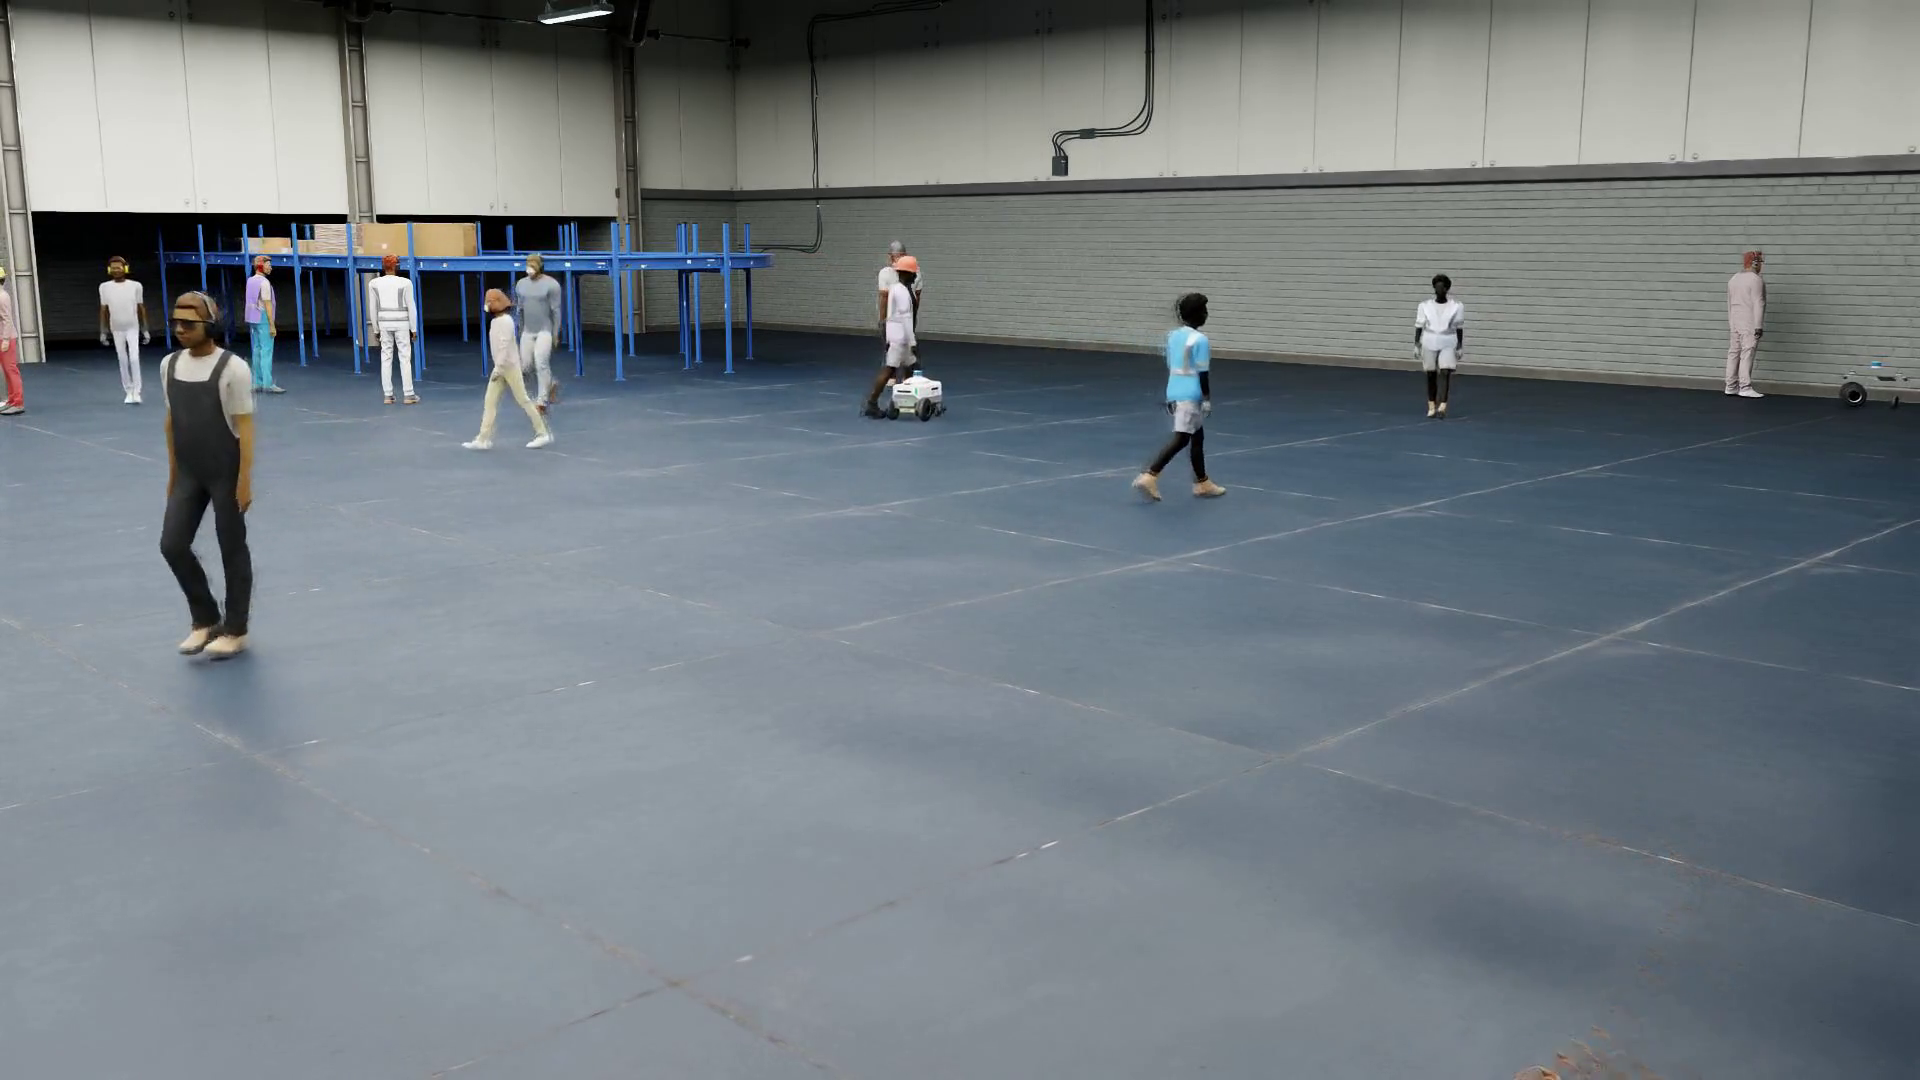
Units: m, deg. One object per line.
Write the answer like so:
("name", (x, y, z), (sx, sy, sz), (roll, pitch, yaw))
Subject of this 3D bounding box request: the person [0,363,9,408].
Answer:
("person", (-11.879, -2.568, 20.340), (0.379, 1.924, 0.594), (-3, 11, -16))

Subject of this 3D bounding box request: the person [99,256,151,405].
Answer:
("person", (-10.446, -2.599, 20.770), (0.550, 1.832, 0.896), (-4, 11, -19))

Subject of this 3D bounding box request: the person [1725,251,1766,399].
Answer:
("person", (10.335, -2.827, 21.813), (0.408, 1.908, 0.644), (-2, 11, -9))

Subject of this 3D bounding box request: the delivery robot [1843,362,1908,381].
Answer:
("delivery robot", (11.430, -2.112, 20.751), (0.698, 0.223, 0.335), (4, 11, 22))

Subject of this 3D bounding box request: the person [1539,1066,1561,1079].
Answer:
("person", (0.378, 1.115, 1.128), (0.517, 1.609, 0.694), (6, 12, 28))

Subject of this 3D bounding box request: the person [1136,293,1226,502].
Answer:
("person", (1.772, -1.143, 13.295), (0.836, 1.666, 0.538), (-4, 11, -19))

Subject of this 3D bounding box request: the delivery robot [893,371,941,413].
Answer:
("delivery robot", (-0.496, -1.727, 19.360), (0.477, 0.478, 0.707), (5, 11, 24))

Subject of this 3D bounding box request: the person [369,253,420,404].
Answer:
("person", (-7.140, -2.670, 21.016), (0.575, 1.884, 0.355), (0, 10, 1))

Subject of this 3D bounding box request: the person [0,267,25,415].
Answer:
("person", (-11.370, -2.378, 19.741), (0.321, 1.769, 0.523), (-8, 13, -37))

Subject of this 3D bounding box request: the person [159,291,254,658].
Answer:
("person", (-3.763, -0.305, 8.255), (0.539, 1.832, 0.483), (2, 11, 12))

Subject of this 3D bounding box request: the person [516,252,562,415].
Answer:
("person", (-4.979, -2.468, 19.823), (0.634, 1.918, 0.636), (4, 11, 21))

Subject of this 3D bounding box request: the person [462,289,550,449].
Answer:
("person", (-4.498, -1.691, 16.490), (0.852, 1.585, 0.505), (-8, 13, -37))

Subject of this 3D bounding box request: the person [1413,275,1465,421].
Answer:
("person", (5.503, -2.215, 19.159), (0.551, 1.641, 0.886), (5, 11, 23))

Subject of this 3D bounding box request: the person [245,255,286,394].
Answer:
("person", (-9.382, -2.894, 22.350), (0.569, 1.840, 0.373), (10, 14, 44))

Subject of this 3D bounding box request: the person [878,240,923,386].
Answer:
("person", (-0.904, -3.193, 23.554), (0.683, 2.000, 0.538), (-7, 13, -35))

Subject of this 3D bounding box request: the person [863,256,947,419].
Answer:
("person", (-0.677, -2.354, 19.328), (1.012, 1.879, 0.553), (-2, 11, -10))
